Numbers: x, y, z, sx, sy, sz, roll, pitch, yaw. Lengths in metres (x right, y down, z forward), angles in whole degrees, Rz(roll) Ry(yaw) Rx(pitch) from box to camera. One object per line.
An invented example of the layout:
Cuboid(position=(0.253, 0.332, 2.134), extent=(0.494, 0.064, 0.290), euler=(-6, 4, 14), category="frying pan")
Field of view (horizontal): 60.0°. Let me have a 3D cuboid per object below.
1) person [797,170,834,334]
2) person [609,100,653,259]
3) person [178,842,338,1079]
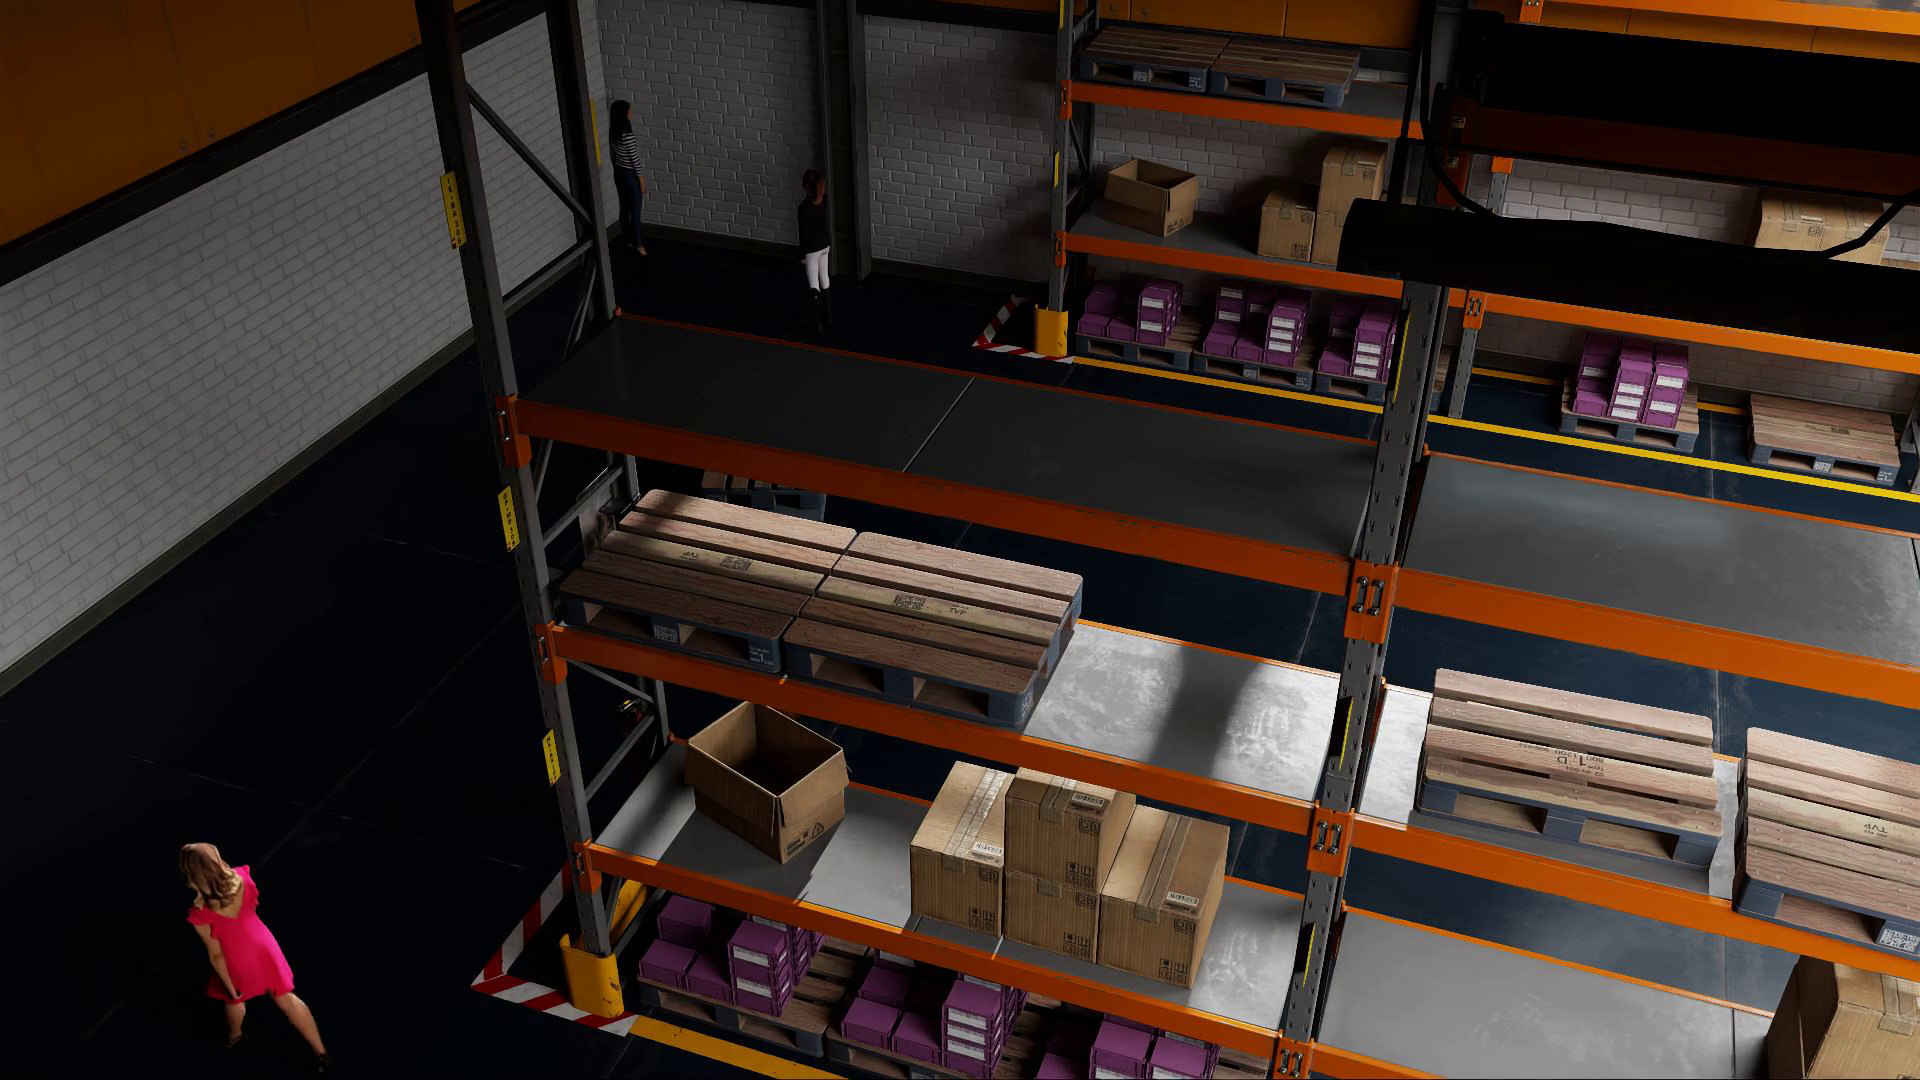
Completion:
Cuboid(position=(-1.481, -2.947, 16.950), extent=(0.597, 1.729, 0.605), euler=(18, 37, 24), category="person")
Cuboid(position=(-3.689, -3.992, 18.460), extent=(0.542, 1.797, 0.698), euler=(26, 42, 33), category="person")
Cuboid(position=(-3.814, 2.321, 9.069), extent=(1.088, 1.678, 0.701), euler=(17, 37, 24), category="person")
